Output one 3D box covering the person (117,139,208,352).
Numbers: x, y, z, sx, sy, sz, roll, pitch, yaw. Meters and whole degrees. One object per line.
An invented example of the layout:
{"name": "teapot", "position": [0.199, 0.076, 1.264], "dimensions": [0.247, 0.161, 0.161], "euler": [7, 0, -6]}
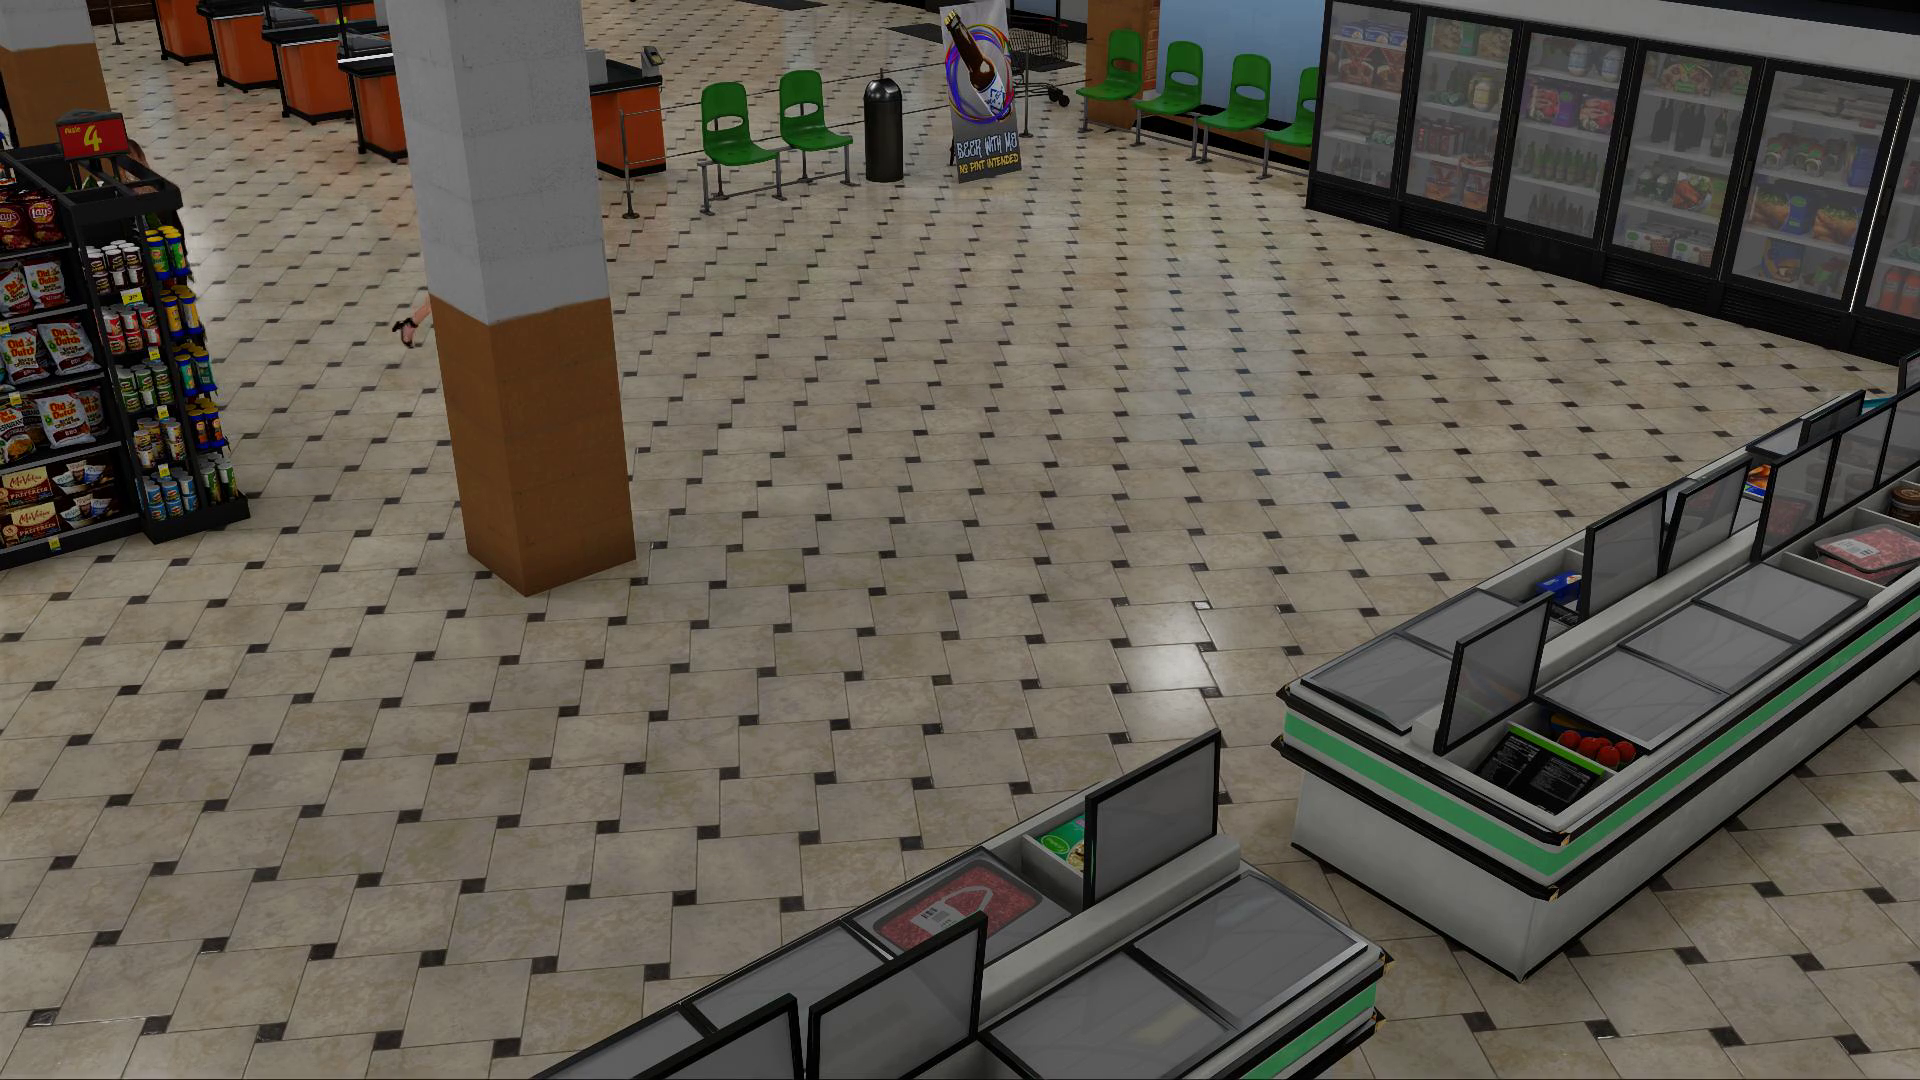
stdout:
{"name": "person", "position": [-5.545, -1.900, 11.566], "dimensions": [0.768, 1.659, 1.065], "euler": [24, 35, 39]}
